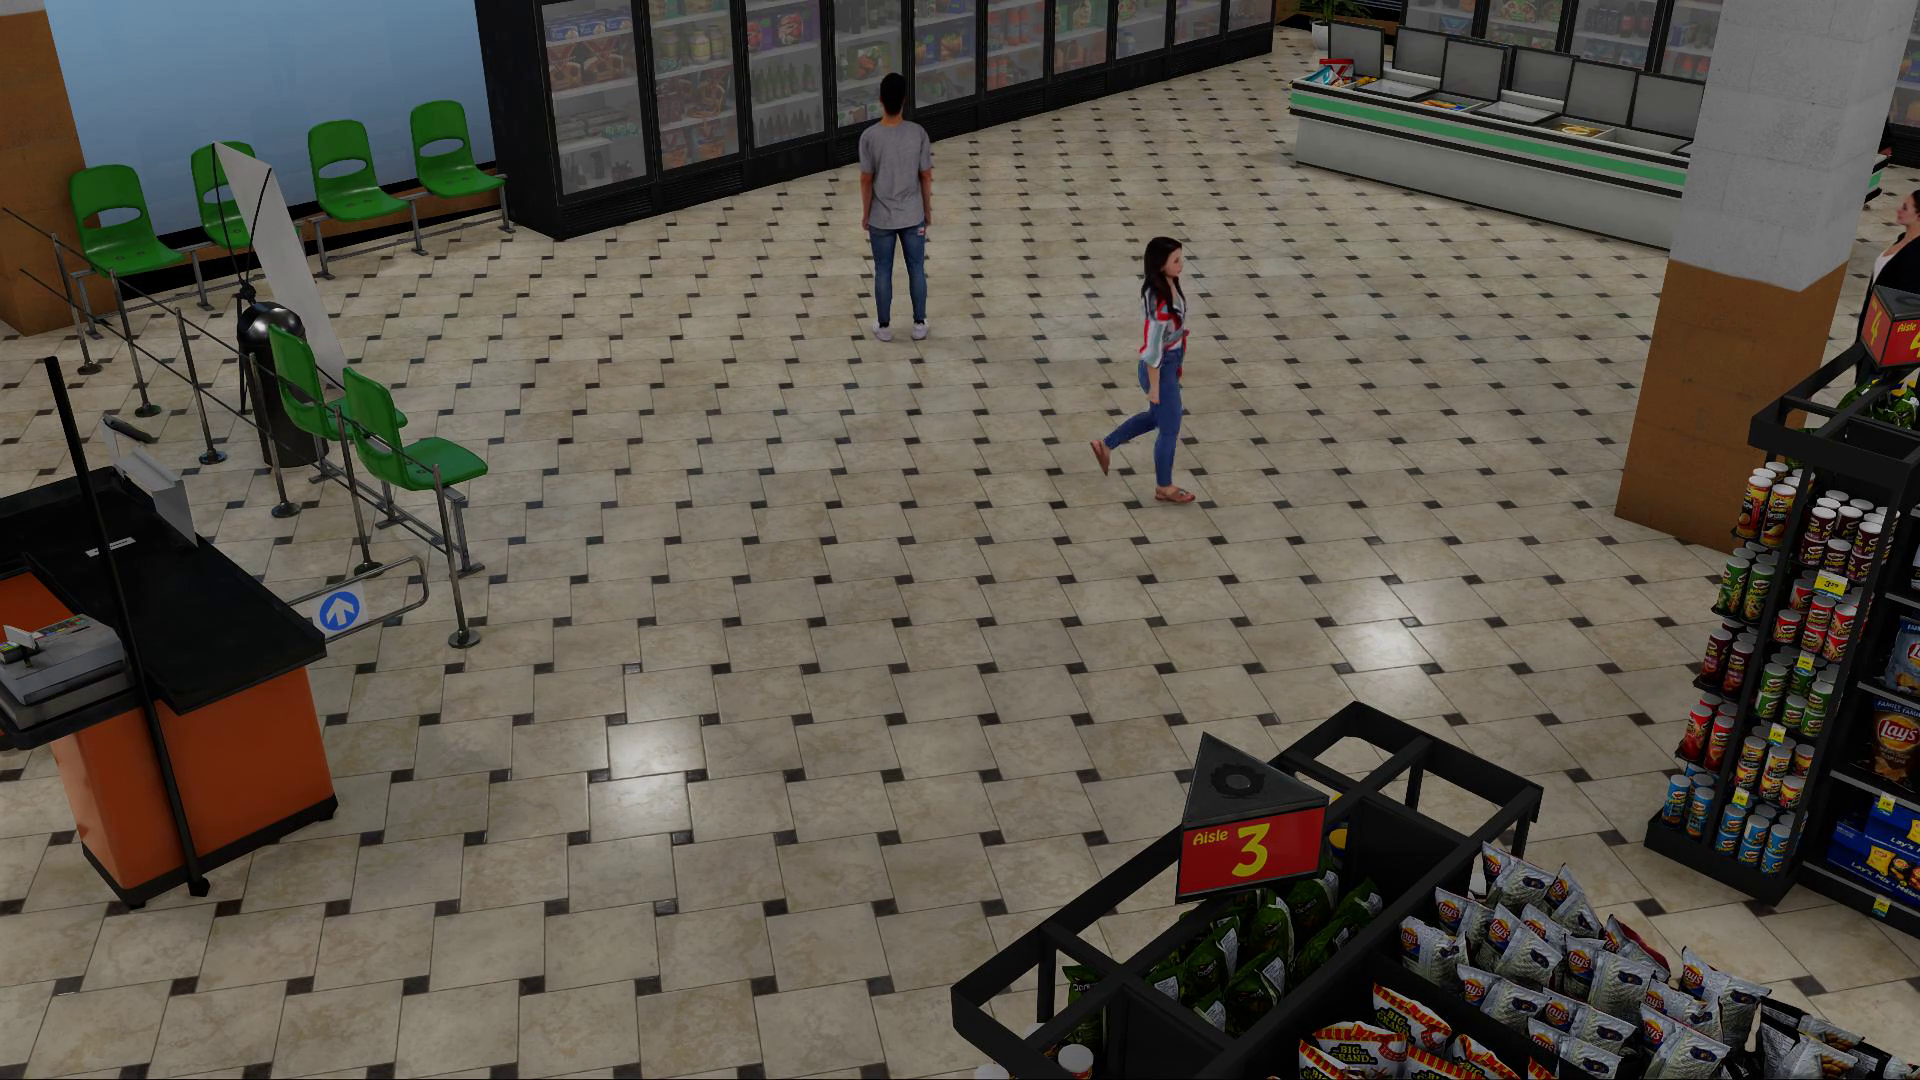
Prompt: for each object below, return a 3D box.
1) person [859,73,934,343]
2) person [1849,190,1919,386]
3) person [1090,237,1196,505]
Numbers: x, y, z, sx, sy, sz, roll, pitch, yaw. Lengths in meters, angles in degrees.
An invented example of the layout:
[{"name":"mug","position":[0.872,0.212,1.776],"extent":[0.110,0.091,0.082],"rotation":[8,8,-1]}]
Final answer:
[{"name":"person","position":[-0.448,-2.332,11.742],"extent":[0.757,1.890,0.777],"rotation":[-4,29,-8]},{"name":"person","position":[5.640,-1.300,10.067],"extent":[0.693,1.683,0.707],"rotation":[11,31,19]},{"name":"person","position":[1.075,-0.974,9.560],"extent":[0.991,1.597,0.854],"rotation":[8,30,14]}]
